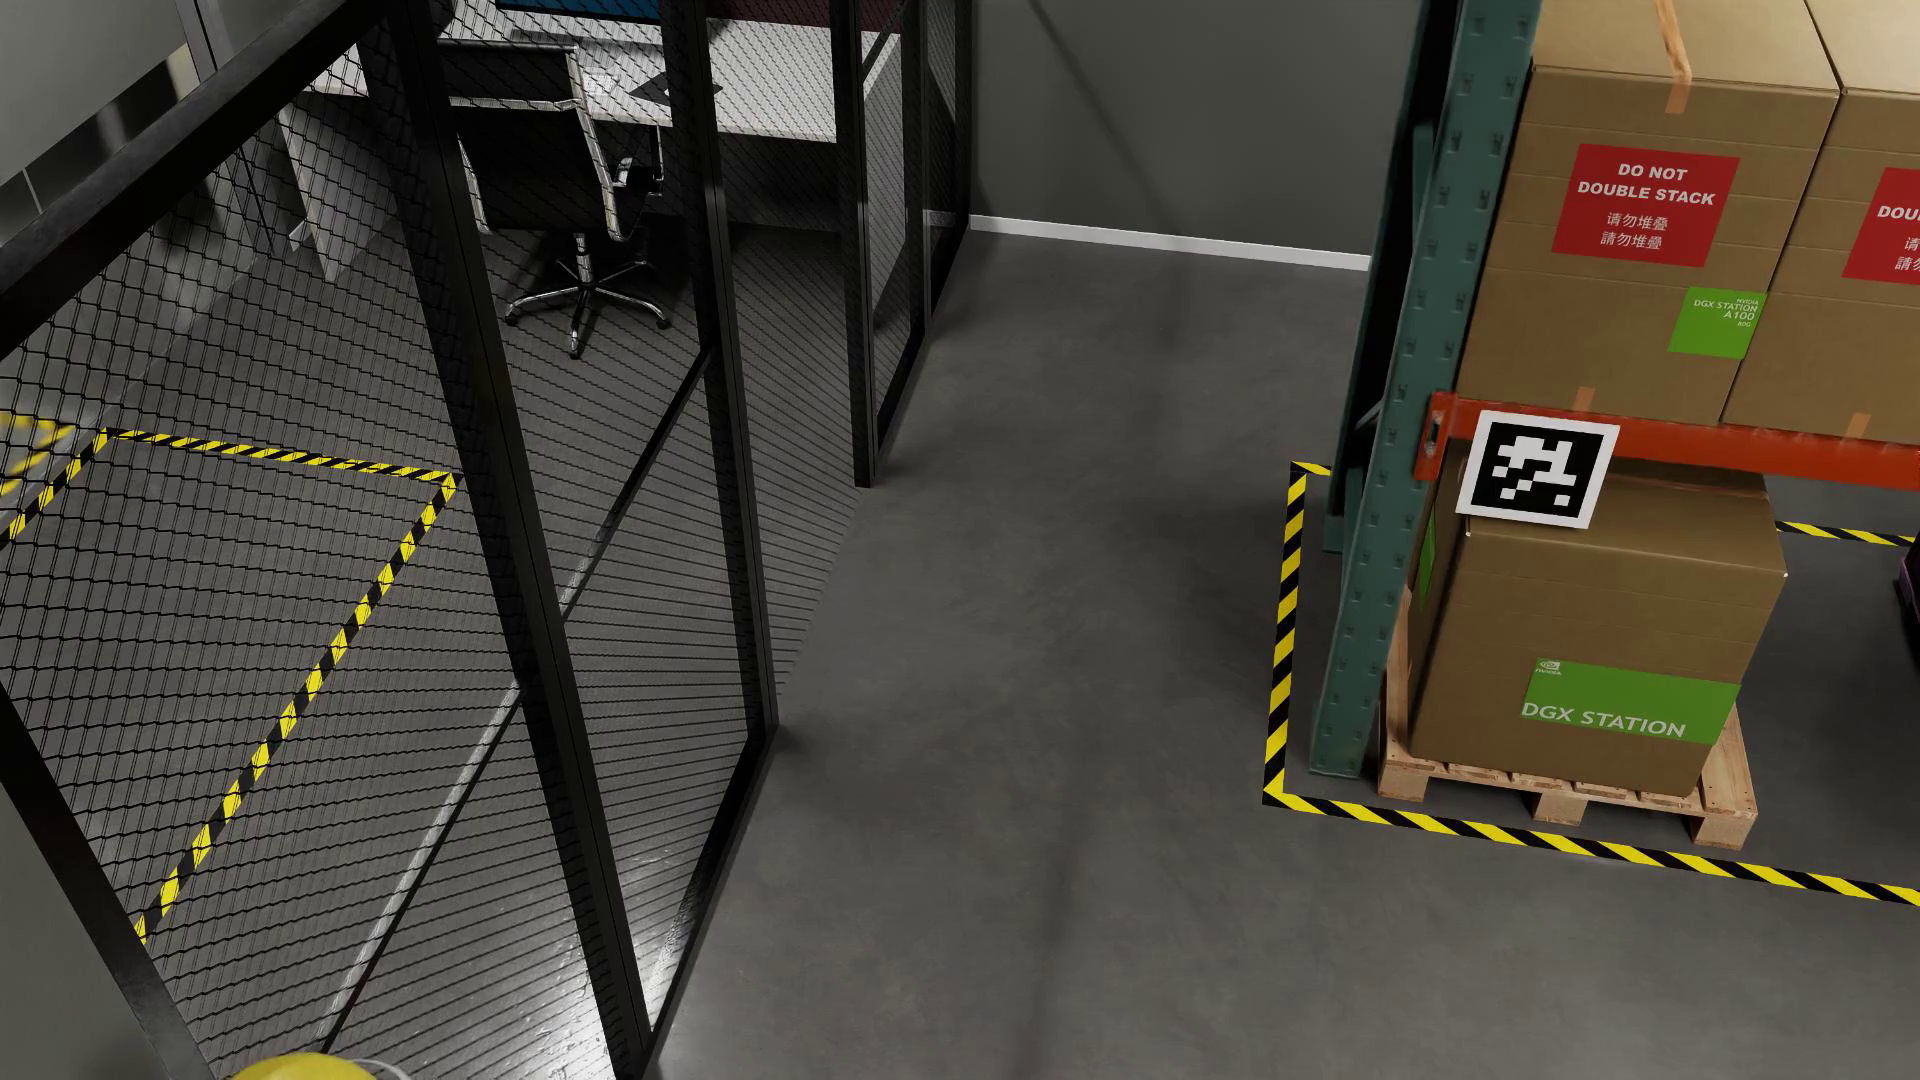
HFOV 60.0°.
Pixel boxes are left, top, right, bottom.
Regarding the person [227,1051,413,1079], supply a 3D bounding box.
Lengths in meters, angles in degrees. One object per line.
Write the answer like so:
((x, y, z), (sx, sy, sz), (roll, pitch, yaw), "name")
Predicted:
((-0.672, 1.226, 2.165), (0.586, 1.835, 0.403), (13, 43, 15), "person")
